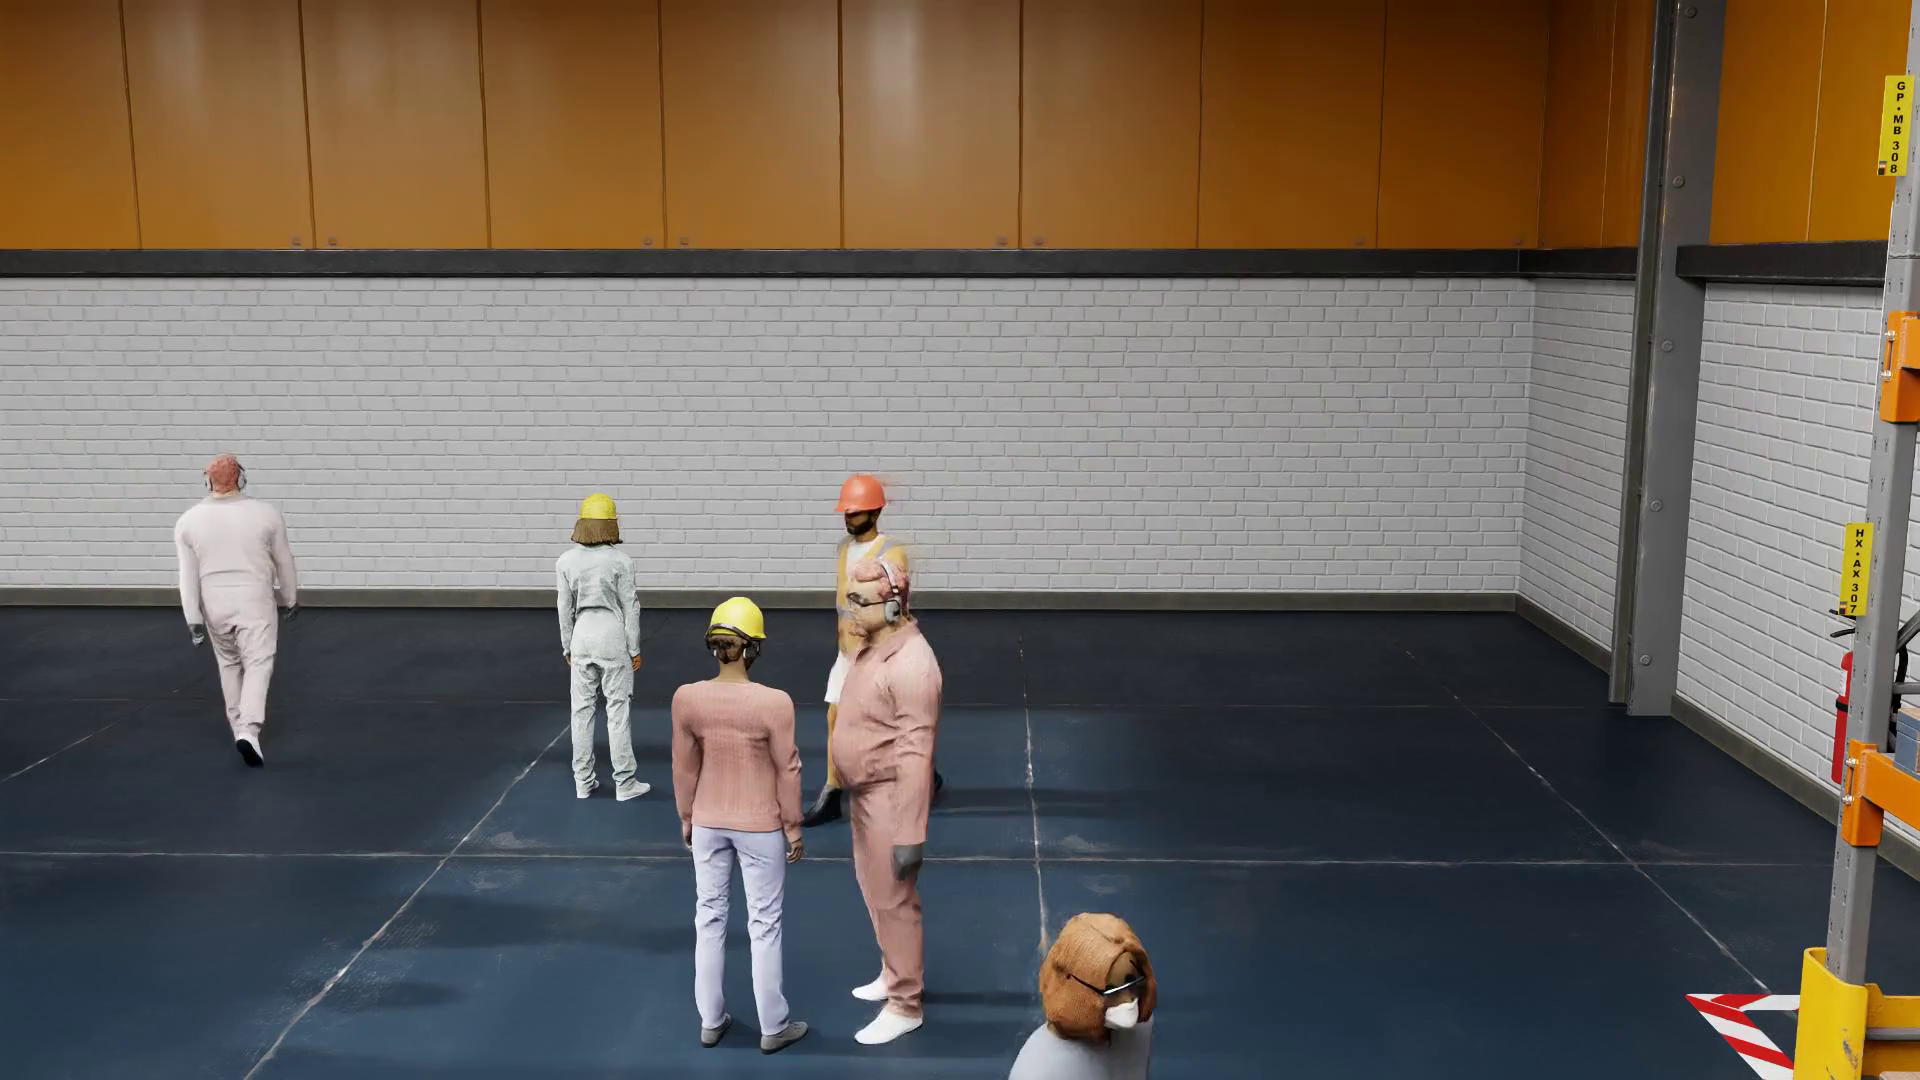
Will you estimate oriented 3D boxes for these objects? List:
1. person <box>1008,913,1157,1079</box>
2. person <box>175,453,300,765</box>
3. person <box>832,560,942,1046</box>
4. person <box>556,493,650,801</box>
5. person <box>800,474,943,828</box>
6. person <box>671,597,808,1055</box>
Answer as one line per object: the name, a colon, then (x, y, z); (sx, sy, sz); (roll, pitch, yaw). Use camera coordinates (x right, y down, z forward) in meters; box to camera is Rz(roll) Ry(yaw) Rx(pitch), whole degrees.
person: (0.344, 1.613, 3.701); (0.712, 1.602, 0.521); (9, 13, 43)
person: (-4.416, 0.408, 10.151); (0.630, 1.873, 0.930); (-1, 10, -7)
person: (-0.290, 1.011, 6.497); (0.431, 1.901, 0.703); (-3, 10, -18)
person: (-2.012, 0.602, 9.372); (0.484, 1.740, 0.304); (2, 10, 14)
person: (-0.485, 0.580, 9.013); (0.872, 1.909, 0.556); (-8, 13, -41)
person: (-0.839, 1.092, 6.379); (0.523, 1.760, 0.333); (3, 10, 18)
